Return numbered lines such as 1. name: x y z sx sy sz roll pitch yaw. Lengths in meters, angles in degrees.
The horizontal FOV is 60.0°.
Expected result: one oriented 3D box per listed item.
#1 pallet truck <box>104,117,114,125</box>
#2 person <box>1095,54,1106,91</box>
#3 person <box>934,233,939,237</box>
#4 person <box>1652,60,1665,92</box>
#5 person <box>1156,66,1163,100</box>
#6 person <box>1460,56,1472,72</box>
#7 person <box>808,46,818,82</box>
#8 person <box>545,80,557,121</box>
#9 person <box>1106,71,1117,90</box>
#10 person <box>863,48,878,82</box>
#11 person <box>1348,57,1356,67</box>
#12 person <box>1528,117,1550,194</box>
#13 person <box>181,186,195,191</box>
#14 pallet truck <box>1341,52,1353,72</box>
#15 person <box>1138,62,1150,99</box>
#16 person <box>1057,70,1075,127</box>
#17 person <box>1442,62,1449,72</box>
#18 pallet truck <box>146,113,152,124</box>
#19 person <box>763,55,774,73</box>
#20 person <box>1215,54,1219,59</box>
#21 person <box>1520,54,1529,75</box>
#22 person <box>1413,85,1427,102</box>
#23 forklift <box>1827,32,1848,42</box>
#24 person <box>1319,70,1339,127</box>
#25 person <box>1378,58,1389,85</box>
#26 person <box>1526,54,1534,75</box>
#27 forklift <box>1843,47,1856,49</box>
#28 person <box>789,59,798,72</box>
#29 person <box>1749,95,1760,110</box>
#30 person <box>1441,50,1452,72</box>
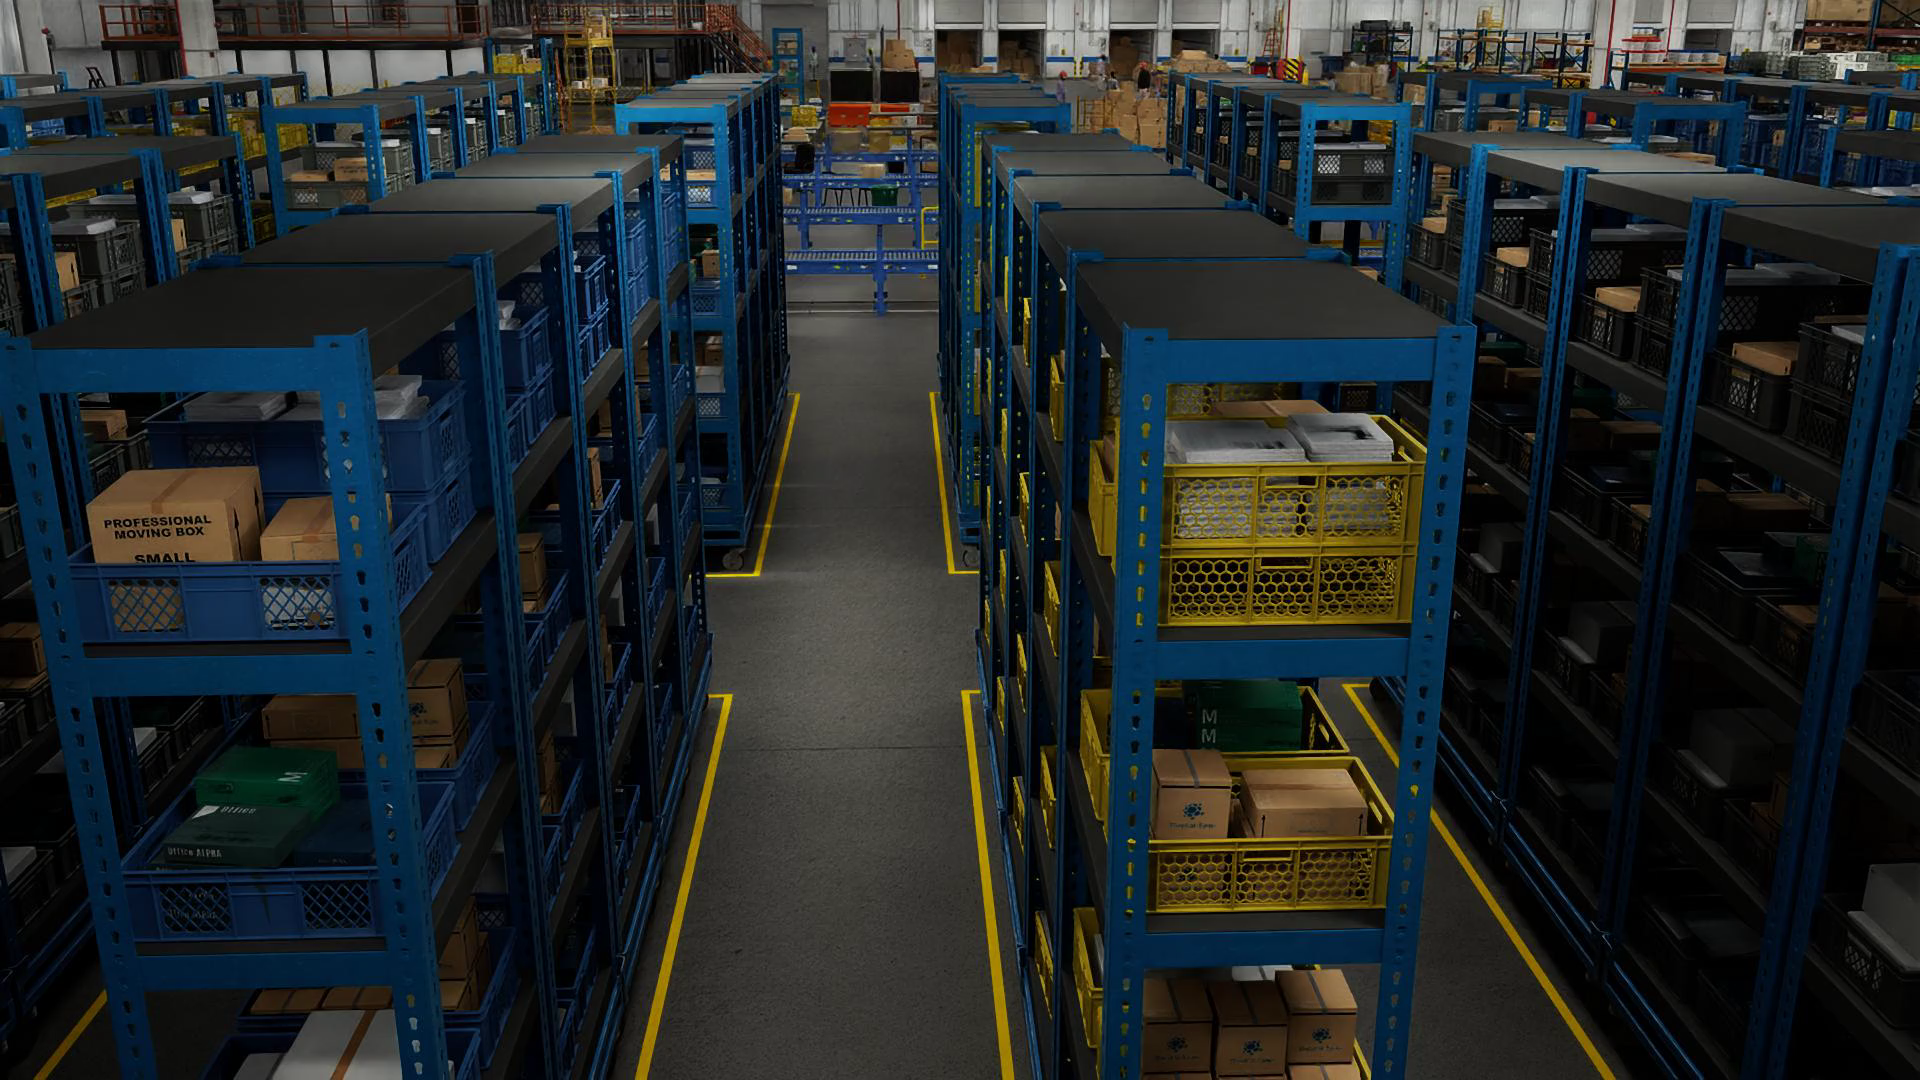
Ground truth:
1. pallet truck: -18.367 -7.885 35.078 1.885 1.965 0.823 1 18 2
2. person: 7.105 -23.500 83.674 0.433 1.821 0.667 -1 18 -3
3. person: -0.142 -6.551 31.382 0.895 1.713 0.549 -12 21 -32
4. person: 30.173 -19.736 71.800 0.361 1.963 0.617 -9 20 -27
5. person: 8.323 -18.821 69.303 0.352 1.760 0.545 0 18 1
6. person: 23.900 -21.928 78.669 0.391 1.913 0.587 -14 23 -37
7. person: -8.292 -26.919 94.056 0.605 1.950 0.381 -16 24 -41
8. person: -15.434 -16.708 62.584 0.351 1.877 0.582 15 23 38
9. person: 5.700 -16.615 62.299 0.311 1.869 0.530 -17 24 -41
10. person: -4.991 -26.573 93.097 0.949 1.876 0.596 -10 20 -28
11. person: 18.178 -21.530 77.477 0.870 1.887 0.719 5 18 14
12. person: 13.075 -8.591 37.521 0.590 1.837 0.404 -13 22 -36
13. person: -12.537 -5.108 26.749 0.404 1.828 0.599 12 21 33
14. pallet truck: 18.794 -23.123 82.231 0.823 1.965 1.885 -13 22 -35
15. person: 7.460 -18.422 67.693 0.387 1.989 0.623 -15 23 -39
16. person: 3.616 -15.800 59.567 0.929 2.006 0.610 2 18 7
17. person: 21.892 -20.684 75.091 0.295 1.743 0.493 7 19 20
18. pallet truck: -18.087 -8.309 36.390 1.885 1.965 0.823 -1 18 -4
19. person: -9.585 -23.435 83.537 0.652 1.787 0.980 -8 20 -23
20. person: 13.515 -24.761 87.779 0.318 1.699 0.535 0 18 1
21. person: 27.301 -22.607 80.792 0.782 1.906 0.593 1 18 4
22. person: 16.258 -15.563 58.933 0.545 1.938 0.359 -11 21 -29
23. forklift: 46.023 -25.321 87.619 1.129 2.768 1.873 -1 18 -2
24. person: 13.203 -15.858 59.682 1.041 2.000 0.695 10 21 29
25. person: 19.296 -21.109 76.146 0.662 1.905 0.704 -11 21 -31
26. person: 28.844 -23.712 84.359 0.519 1.819 0.861 -15 23 -39
27. forklift: 31.409 -16.049 58.927 1.129 2.768 1.873 -1 18 -2
28. person: -9.019 -25.794 90.592 0.544 1.939 0.355 -2 18 -7
29. person: 28.676 -15.914 60.149 0.437 1.854 0.526 -14 22 -36
30. person: 25.861 -25.101 88.526 0.559 1.901 0.962 -9 20 -25
